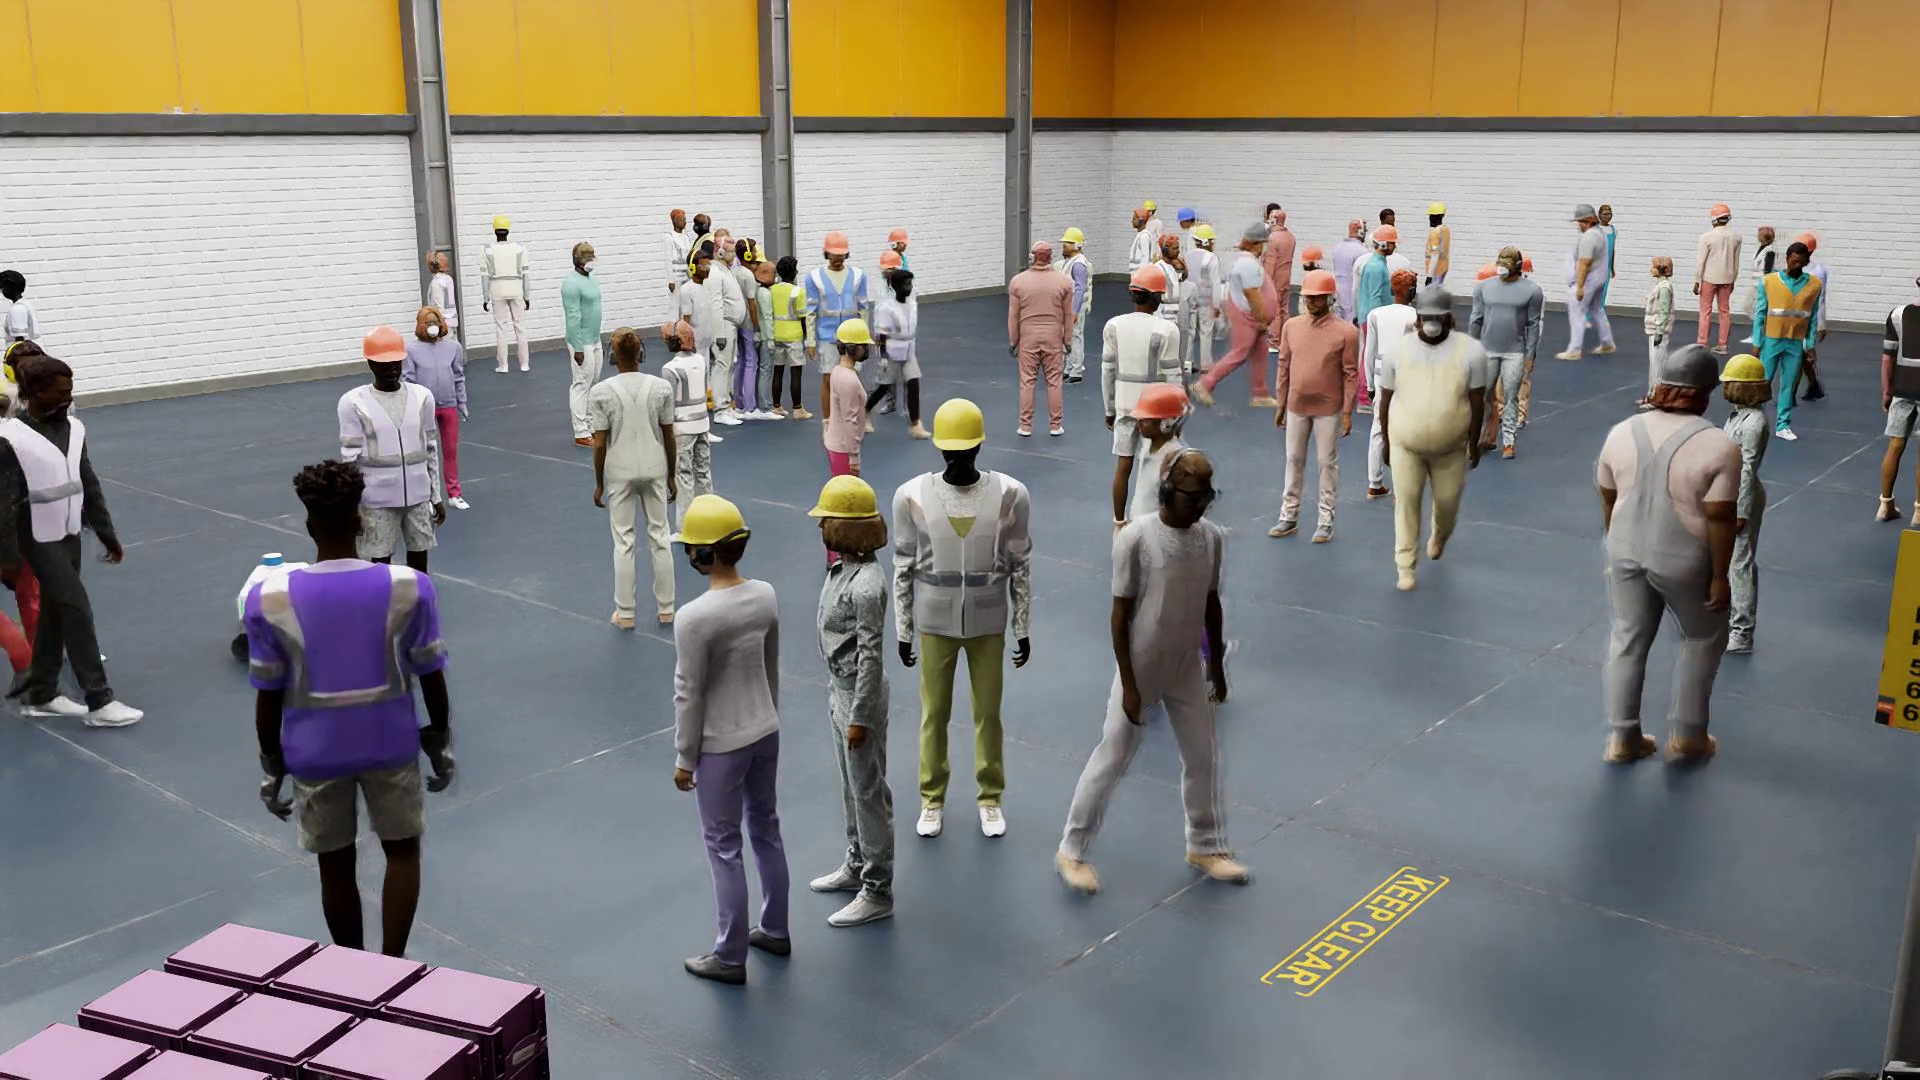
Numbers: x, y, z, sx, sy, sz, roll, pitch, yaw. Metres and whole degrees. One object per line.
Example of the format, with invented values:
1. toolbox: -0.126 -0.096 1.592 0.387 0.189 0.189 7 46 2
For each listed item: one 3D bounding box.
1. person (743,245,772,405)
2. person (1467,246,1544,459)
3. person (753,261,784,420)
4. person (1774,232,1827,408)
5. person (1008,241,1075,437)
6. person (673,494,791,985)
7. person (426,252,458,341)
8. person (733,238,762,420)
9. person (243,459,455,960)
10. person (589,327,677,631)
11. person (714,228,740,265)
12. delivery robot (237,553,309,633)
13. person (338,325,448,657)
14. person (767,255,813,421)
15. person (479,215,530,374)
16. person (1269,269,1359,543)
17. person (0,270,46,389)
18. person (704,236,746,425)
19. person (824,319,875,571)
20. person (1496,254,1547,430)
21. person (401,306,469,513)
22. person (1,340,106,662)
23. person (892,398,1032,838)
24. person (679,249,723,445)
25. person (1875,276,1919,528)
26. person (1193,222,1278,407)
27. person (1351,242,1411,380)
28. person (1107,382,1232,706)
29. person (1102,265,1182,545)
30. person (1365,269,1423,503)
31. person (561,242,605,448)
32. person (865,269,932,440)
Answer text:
1. person: -2.211 -2.283 17.875 0.337 1.758 0.518 5 15 18
2. person: 4.969 -1.714 15.237 0.630 1.937 0.373 6 15 22
3. person: -2.004 -2.074 17.288 0.276 1.631 0.507 -4 15 -16
4. person: 9.196 -2.381 18.018 0.772 1.899 0.615 -2 14 -7
5. person: 0.791 -1.958 16.266 0.651 1.909 0.409 0 14 -1
6. person: -0.834 0.703 5.944 0.356 1.755 0.519 8 16 29
7. person: -5.712 -2.359 18.415 0.312 1.639 0.520 0 14 -1
8. person: -2.203 -2.190 17.270 0.328 1.873 0.517 -9 17 -33
9. person: -2.011 0.705 5.541 0.628 1.953 0.539 -7 15 -24
10. person: -1.957 -0.361 10.023 0.504 1.841 0.344 -5 15 -20
11. person: -3.203 -3.382 22.499 0.515 1.642 0.314 3 14 13
12. delivery robot: -3.992 0.320 9.717 0.477 0.478 0.707 -4 15 -15
13. person: -3.161 -0.240 9.343 0.551 1.936 0.356 -11 18 -38
14. person: -1.773 -2.080 17.181 0.541 1.695 0.316 8 16 30
15. person: -5.581 -3.009 20.426 0.589 1.927 0.387 -7 15 -24
16. person: 2.590 -0.977 12.168 0.612 1.996 0.388 10 17 34
17. person: -8.795 -1.697 15.673 0.320 1.686 0.541 -5 15 -20
18. person: -2.390 -2.140 17.002 0.410 1.906 0.642 0 14 1
19. person: -0.732 -0.605 11.172 0.349 1.759 0.522 -3 14 -11
20. person: 5.559 -1.985 16.695 0.322 1.748 0.562 -13 19 -41
21. person: -4.124 -1.026 13.100 0.505 1.633 0.279 -10 17 -35
22. person: -5.082 -0.181 9.241 0.331 1.874 0.519 8 16 30
23. person: 0.009 0.345 7.053 0.588 1.920 0.396 0 14 -1
24. person: -2.477 -1.825 15.817 0.310 1.868 0.532 4 15 16
25. person: 7.308 -1.117 12.631 0.372 2.044 0.606 -10 17 -34
26. person: 3.011 -2.433 17.897 0.932 2.000 0.677 3 14 11
27. person: 4.685 -2.517 18.494 0.651 1.910 0.403 7 16 27
28. person: 1.116 0.027 8.683 0.623 1.733 0.575 -1 14 -6
29. person: 1.320 -0.946 11.948 0.616 2.041 0.378 10 17 34
30. person: 3.534 -1.234 13.432 0.356 1.880 0.572 -13 19 -42
31. person: -3.539 -1.847 15.767 0.372 1.938 0.632 2 14 6
32. person: -0.651 -1.825 16.218 0.826 1.661 0.536 13 19 42
